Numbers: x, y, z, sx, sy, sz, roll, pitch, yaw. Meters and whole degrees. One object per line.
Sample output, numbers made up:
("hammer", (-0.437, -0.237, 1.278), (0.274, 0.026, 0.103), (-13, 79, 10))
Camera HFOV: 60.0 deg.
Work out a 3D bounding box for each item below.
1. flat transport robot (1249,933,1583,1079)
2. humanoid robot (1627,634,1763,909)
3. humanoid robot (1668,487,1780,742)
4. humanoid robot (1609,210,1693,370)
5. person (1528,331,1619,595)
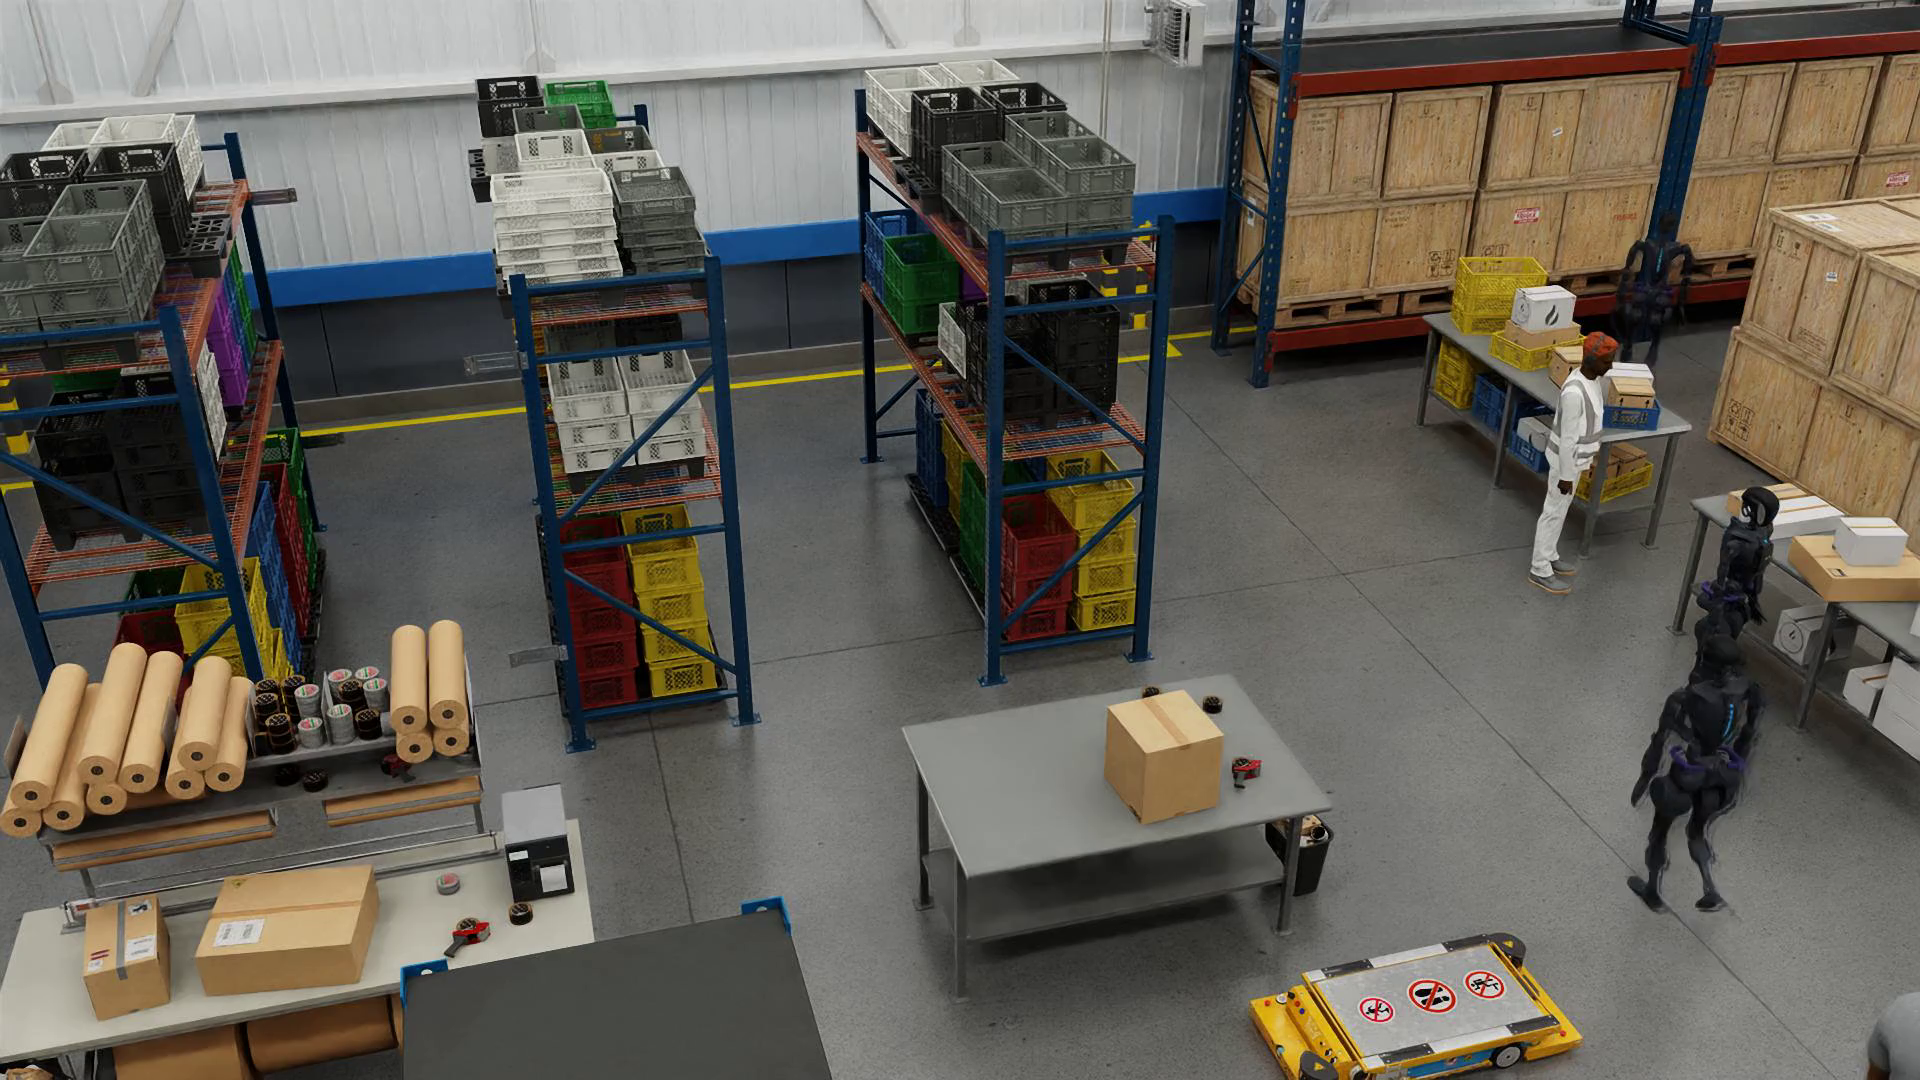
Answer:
("flat transport robot", (2.184, 2.282, 7.980), (1.431, 0.197, 0.652), (-8, 30, -14))
("humanoid robot", (3.766, 1.223, 8.477), (0.596, 1.649, 0.446), (-4, 29, -8))
("humanoid robot", (4.582, 0.428, 9.907), (0.612, 1.657, 0.319), (-23, 36, -35))
("humanoid robot", (5.976, -2.031, 14.405), (0.640, 1.646, 0.498), (12, 31, 20))
("person", (4.225, -0.547, 11.476), (0.355, 1.887, 0.573), (15, 32, 25))
